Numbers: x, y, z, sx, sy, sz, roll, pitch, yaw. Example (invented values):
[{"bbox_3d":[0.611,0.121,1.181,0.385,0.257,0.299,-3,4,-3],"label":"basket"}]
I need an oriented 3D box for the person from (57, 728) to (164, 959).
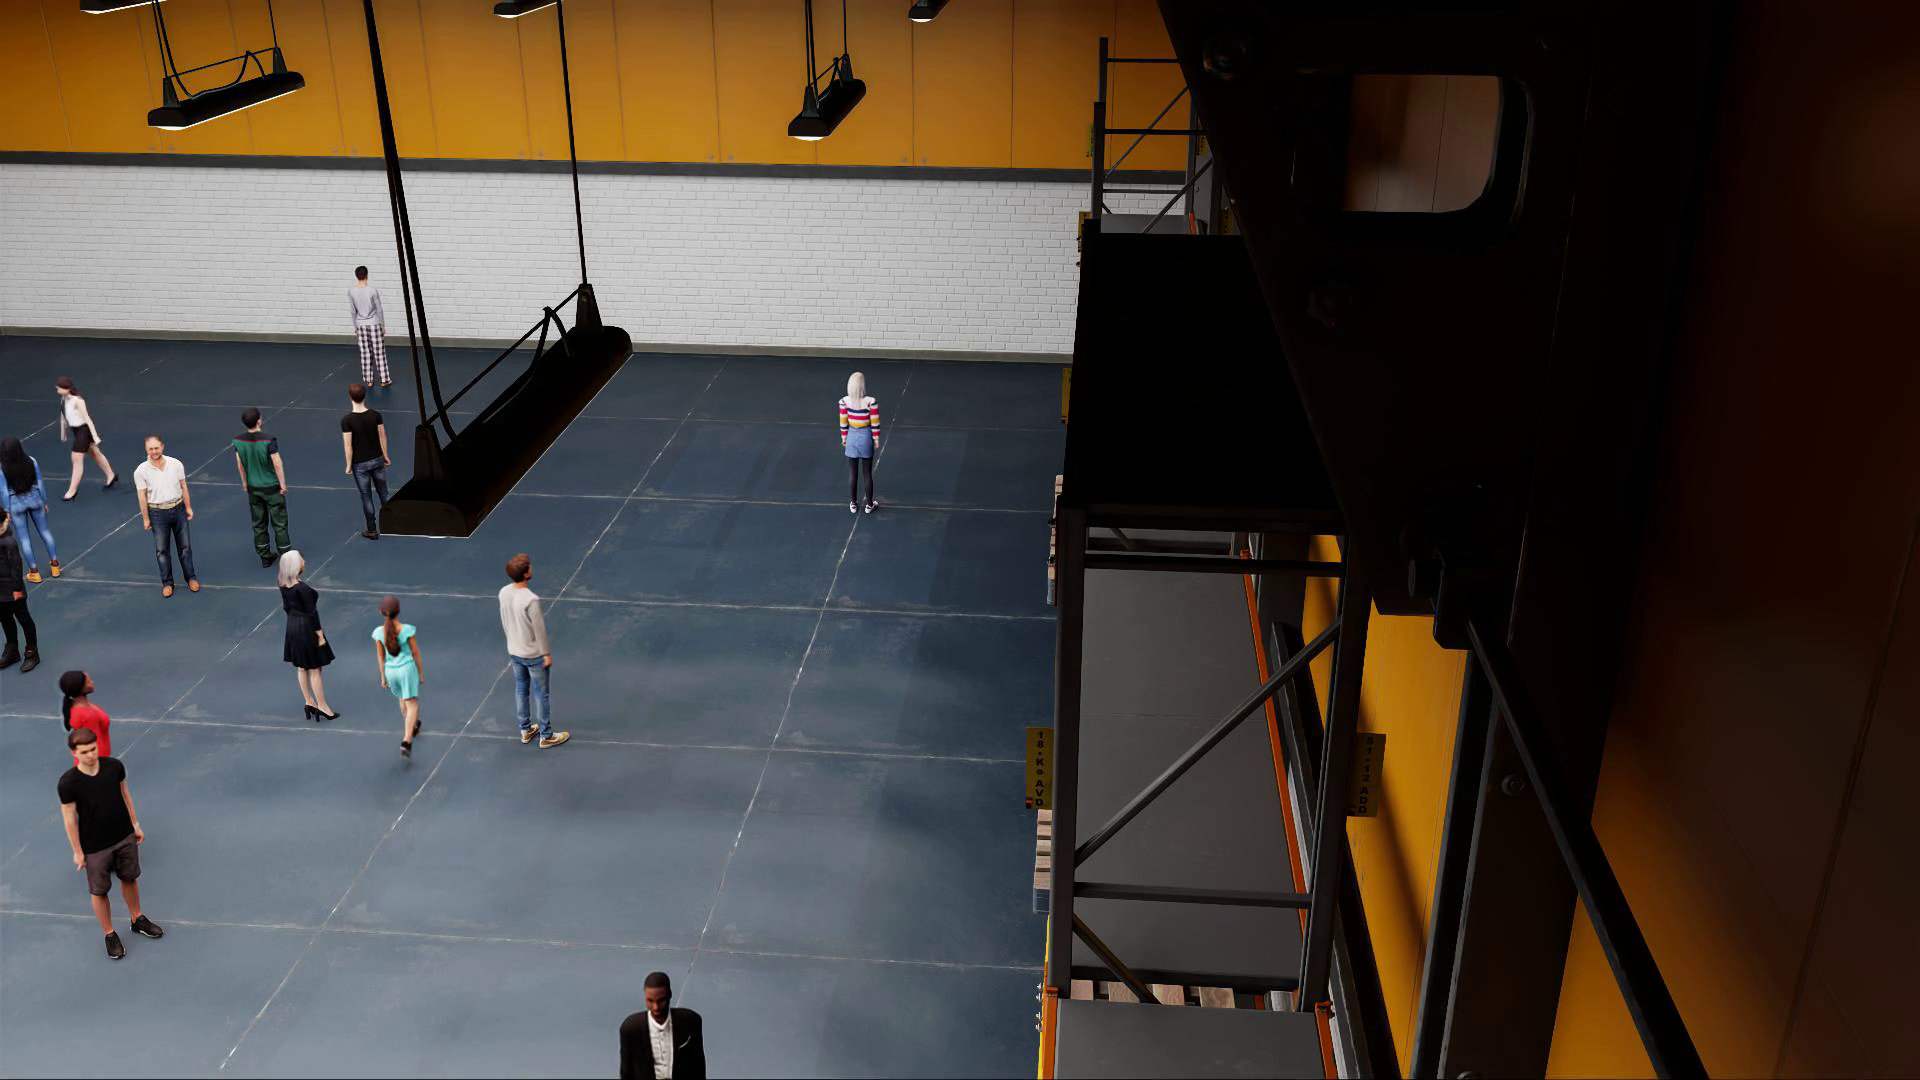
[{"bbox_3d":[-6.456,2.236,12.565,0.835,1.862,0.722,17,29,34],"label":"person"}]

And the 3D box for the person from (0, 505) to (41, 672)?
[{"bbox_3d":[-9.622,0.447,16.760,0.657,1.781,0.653,6,24,14],"label":"person"}]

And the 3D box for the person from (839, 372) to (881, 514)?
[{"bbox_3d":[-1.236,-1.211,20.516,0.662,1.809,0.530,3,24,8],"label":"person"}]

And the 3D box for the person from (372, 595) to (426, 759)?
[{"bbox_3d":[-5.116,1.251,15.225,0.656,1.536,1.050,-2,24,-4],"label":"person"}]

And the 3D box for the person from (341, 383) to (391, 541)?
[{"bbox_3d":[-7.045,-0.937,19.784,0.744,1.894,0.797,-18,29,-35],"label":"person"}]

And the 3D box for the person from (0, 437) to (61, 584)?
[{"bbox_3d":[-10.482,-0.357,18.684,0.658,1.712,0.736,-21,31,-40],"label":"person"}]

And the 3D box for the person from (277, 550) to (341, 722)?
[{"bbox_3d":[-6.198,0.900,15.764,0.692,1.747,0.714,15,28,31],"label":"person"}]

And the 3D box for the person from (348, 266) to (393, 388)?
[{"bbox_3d":[-8.907,-3.221,25.066,0.645,1.848,0.565,-1,24,-2],"label":"person"}]

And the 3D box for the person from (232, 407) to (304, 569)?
[{"bbox_3d":[-7.957,-0.606,19.019,0.666,1.900,0.570,3,24,7],"label":"person"}]

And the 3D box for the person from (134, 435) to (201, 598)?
[{"bbox_3d":[-8.763,-0.308,18.395,0.753,1.854,0.770,-13,27,-28],"label":"person"}]

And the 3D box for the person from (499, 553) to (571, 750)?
[{"bbox_3d":[-3.974,1.019,15.297,0.755,1.905,0.754,15,28,30],"label":"person"}]

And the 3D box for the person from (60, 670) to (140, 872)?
[{"bbox_3d":[-7.041,1.860,13.524,0.800,1.783,0.746,-21,31,-39],"label":"person"}]

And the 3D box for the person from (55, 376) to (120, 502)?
[{"bbox_3d":[-11.016,-1.314,21.014,0.982,1.599,1.172,16,28,32],"label":"person"}]

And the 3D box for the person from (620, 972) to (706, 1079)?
[{"bbox_3d":[-1.783,3.370,10.048,0.723,1.799,0.673,-5,24,-11],"label":"person"}]
